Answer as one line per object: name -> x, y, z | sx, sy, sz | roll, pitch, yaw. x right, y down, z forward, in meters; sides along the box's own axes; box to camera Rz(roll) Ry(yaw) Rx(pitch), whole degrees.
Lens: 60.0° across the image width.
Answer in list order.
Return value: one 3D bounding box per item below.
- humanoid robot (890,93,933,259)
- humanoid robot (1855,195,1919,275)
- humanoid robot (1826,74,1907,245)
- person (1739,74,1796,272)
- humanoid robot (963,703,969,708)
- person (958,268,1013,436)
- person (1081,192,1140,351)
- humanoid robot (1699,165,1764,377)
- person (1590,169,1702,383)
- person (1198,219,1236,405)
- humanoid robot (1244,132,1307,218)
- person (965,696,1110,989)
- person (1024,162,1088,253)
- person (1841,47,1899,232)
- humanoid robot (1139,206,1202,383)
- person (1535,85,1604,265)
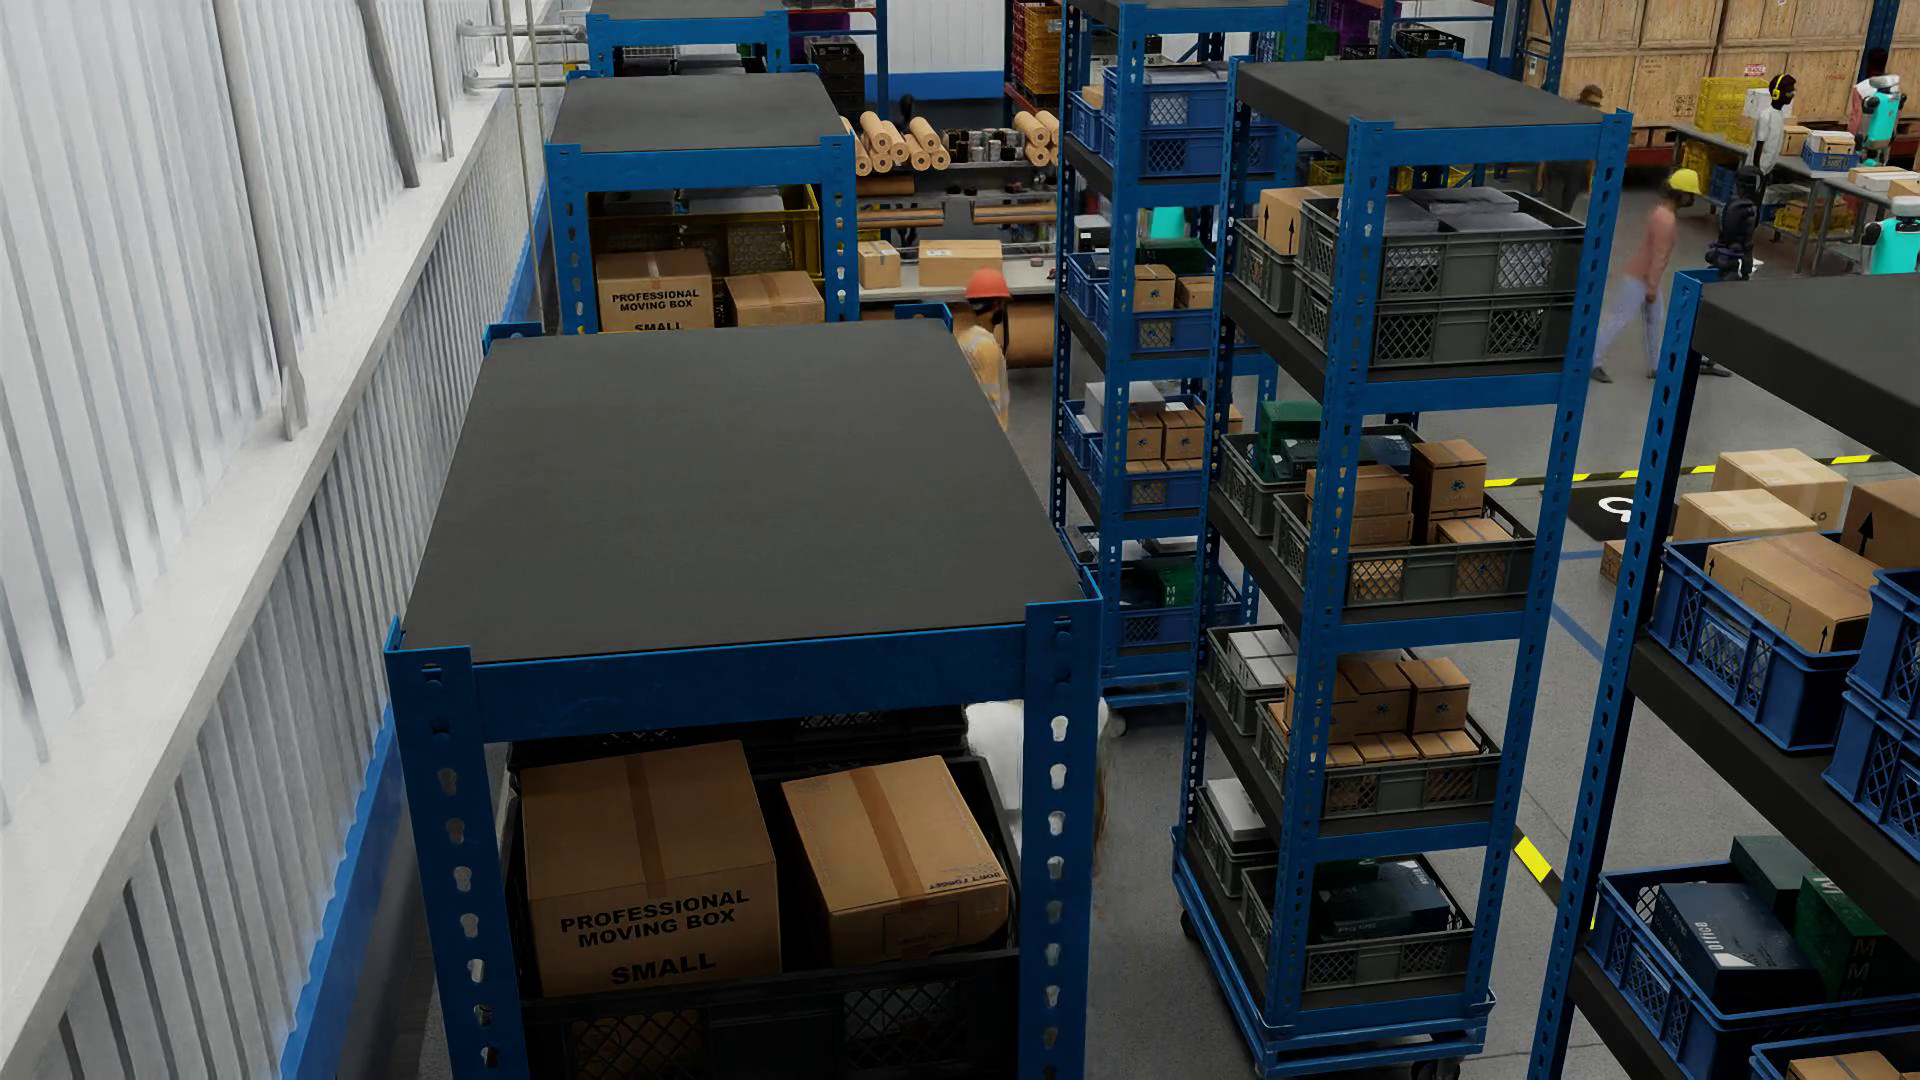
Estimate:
humanoid robot -> -0.539, -3.662, 16.631 | 0.612, 1.630, 0.714 | -2, 25, -4
humanoid robot -> 6.624, -1.539, 11.726 | 0.533, 1.677, 0.735 | 1, 25, 2
humanoid robot -> 9.014, -3.840, 16.817 | 0.545, 1.754, 0.677 | -11, 27, -23
person -> 7.785, -3.560, 16.120 | 0.333, 1.872, 0.511 | 18, 30, 34
humanoid robot -> 0.104, 0.309, 7.939 | 0.598, 1.653, 0.359 | -4, 25, -8
person -> 0.141, -0.603, 9.662 | 0.477, 1.907, 0.612 | -4, 25, -8
person -> 1.252, -2.523, 13.676 | 0.428, 2.025, 0.626 | -4, 25, -9
humanoid robot -> 6.142, -2.163, 13.298 | 0.315, 1.657, 0.599 | 1, 25, 2
person -> 5.406, -2.056, 13.051 | 0.772, 1.707, 0.541 | 10, 27, 21
person -> 1.692, -1.245, 11.110 | 0.378, 1.852, 0.596 | -5, 25, -10
humanoid robot -> 2.842, -2.879, 14.931 | 0.600, 1.637, 0.762 | 11, 27, 22
person -> 0.256, 1.111, 6.022 | 0.566, 1.821, 0.656 | -5, 25, -11
person -> 0.851, -2.617, 14.108 | 0.602, 1.835, 0.504 | -18, 30, -34
person -> 9.402, -4.133, 17.313 | 0.588, 1.916, 0.393 | -12, 27, -24
humanoid robot -> 1.420, -1.924, 12.731 | 0.995, 1.747, 0.553 | -20, 31, -36
person -> 5.835, -3.455, 15.973 | 0.529, 1.806, 0.497 | -1, 25, -3
